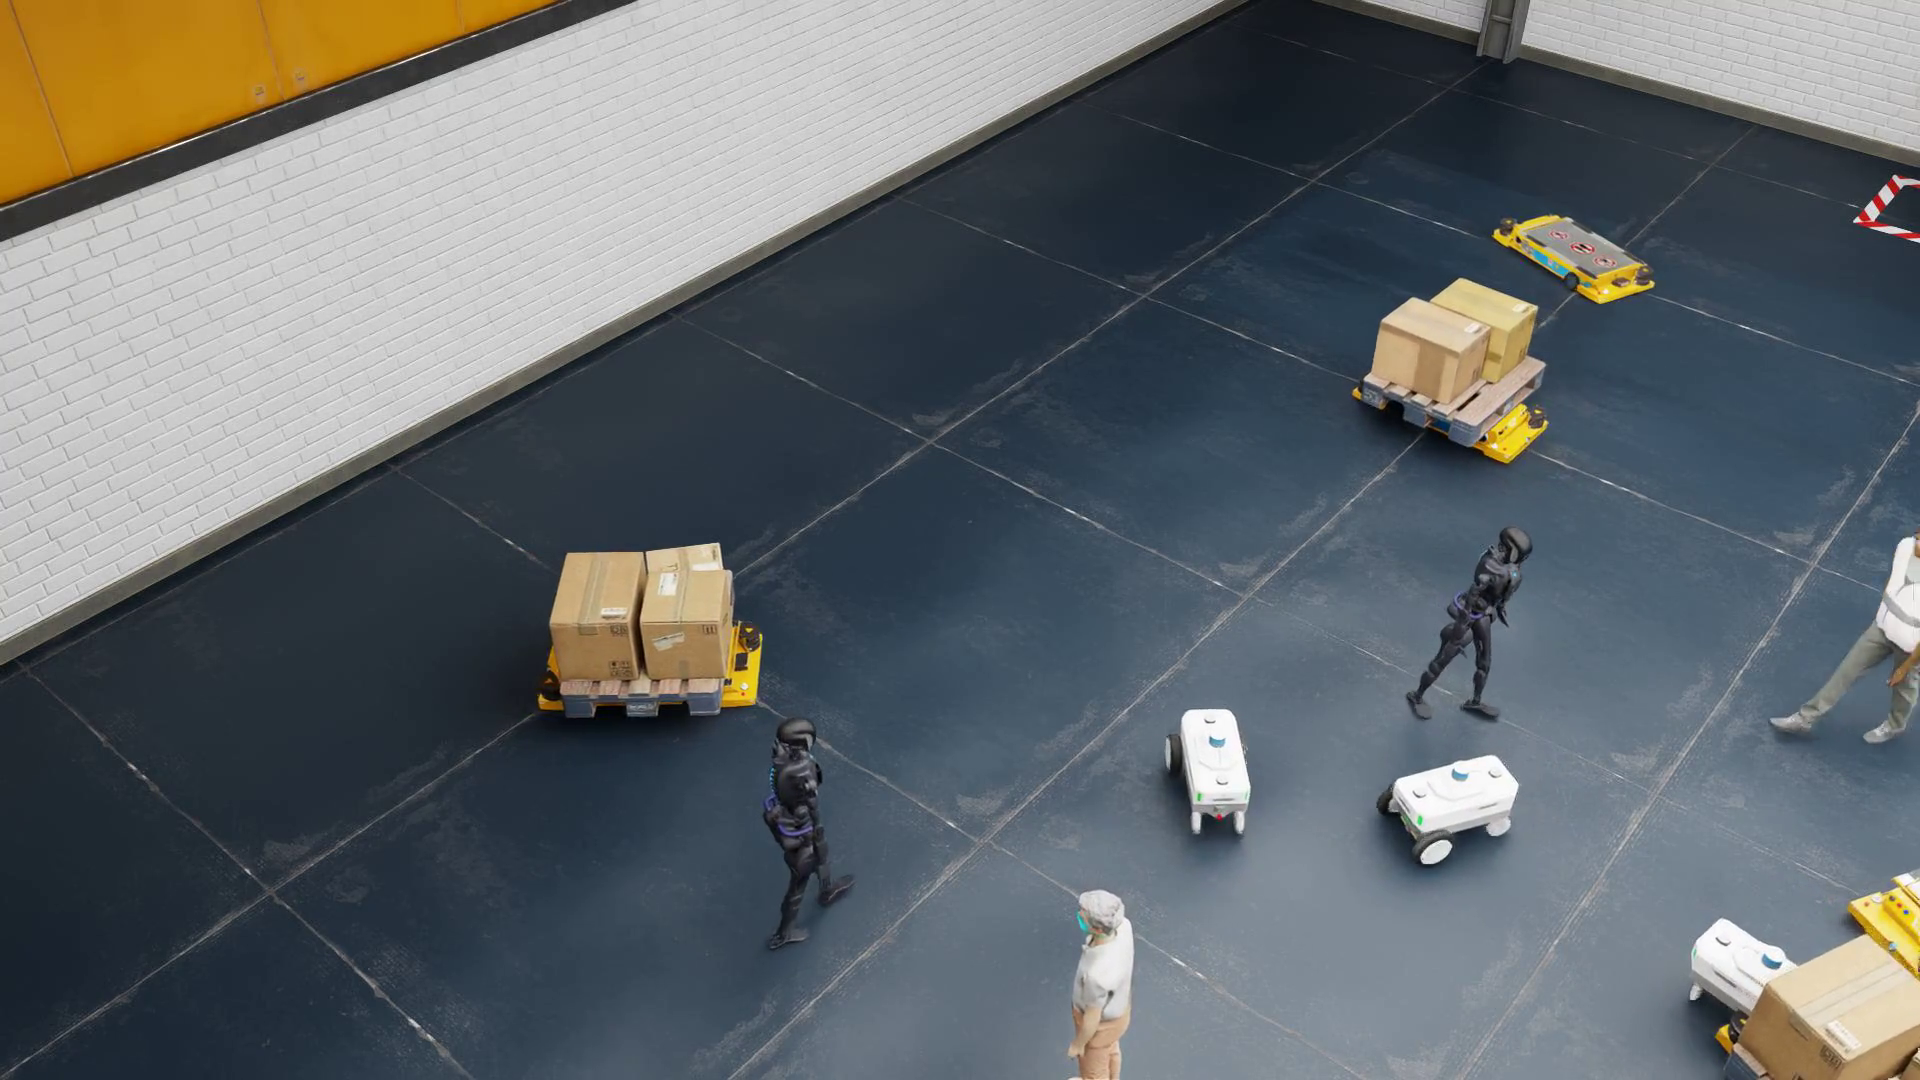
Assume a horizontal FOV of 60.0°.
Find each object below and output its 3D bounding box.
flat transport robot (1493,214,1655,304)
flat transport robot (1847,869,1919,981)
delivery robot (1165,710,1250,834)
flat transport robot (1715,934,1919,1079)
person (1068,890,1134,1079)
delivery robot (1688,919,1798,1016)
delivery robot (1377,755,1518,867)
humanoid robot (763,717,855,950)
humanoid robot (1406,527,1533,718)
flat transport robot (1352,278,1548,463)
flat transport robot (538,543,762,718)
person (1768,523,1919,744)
[{"bbox_3d":[5.756,-2.677,15.609,0.659,0.231,1.431,-18,42,-21],"label":"flat transport robot"},{"bbox_3d":[5.964,2.144,9.626,1.431,0.231,0.659,-13,41,-15],"label":"flat transport robot"},{"bbox_3d":[1.571,1.395,10.328,0.499,0.597,0.779,-1,39,-1],"label":"delivery robot"},{"bbox_3d":[4.710,2.962,8.610,0.659,0.231,1.431,-17,42,-20],"label":"flat transport robot"},{"bbox_3d":[0.683,2.335,8.216,0.315,1.744,0.464,10,40,13],"label":"person"},{"bbox_3d":[4.369,2.456,9.026,0.516,0.614,0.785,-27,46,-30],"label":"delivery robot"},{"bbox_3d":[2.973,1.591,10.090,0.801,0.602,0.499,-12,40,-14],"label":"delivery robot"},{"bbox_3d":[-0.847,1.585,9.207,0.661,1.635,0.616,-20,43,-23],"label":"humanoid robot"},{"bbox_3d":[3.275,0.495,10.574,0.610,1.622,0.559,-30,48,-32],"label":"humanoid robot"},{"bbox_3d":[4.021,-1.111,13.665,1.431,0.231,0.659,30,47,31],"label":"flat transport robot"},{"bbox_3d":[-2.077,0.848,11.234,1.431,0.231,0.659,-1,39,-1],"label":"flat transport robot"},{"bbox_3d":[5.749,0.617,10.302,0.948,1.795,0.603,-7,39,-9],"label":"person"}]
